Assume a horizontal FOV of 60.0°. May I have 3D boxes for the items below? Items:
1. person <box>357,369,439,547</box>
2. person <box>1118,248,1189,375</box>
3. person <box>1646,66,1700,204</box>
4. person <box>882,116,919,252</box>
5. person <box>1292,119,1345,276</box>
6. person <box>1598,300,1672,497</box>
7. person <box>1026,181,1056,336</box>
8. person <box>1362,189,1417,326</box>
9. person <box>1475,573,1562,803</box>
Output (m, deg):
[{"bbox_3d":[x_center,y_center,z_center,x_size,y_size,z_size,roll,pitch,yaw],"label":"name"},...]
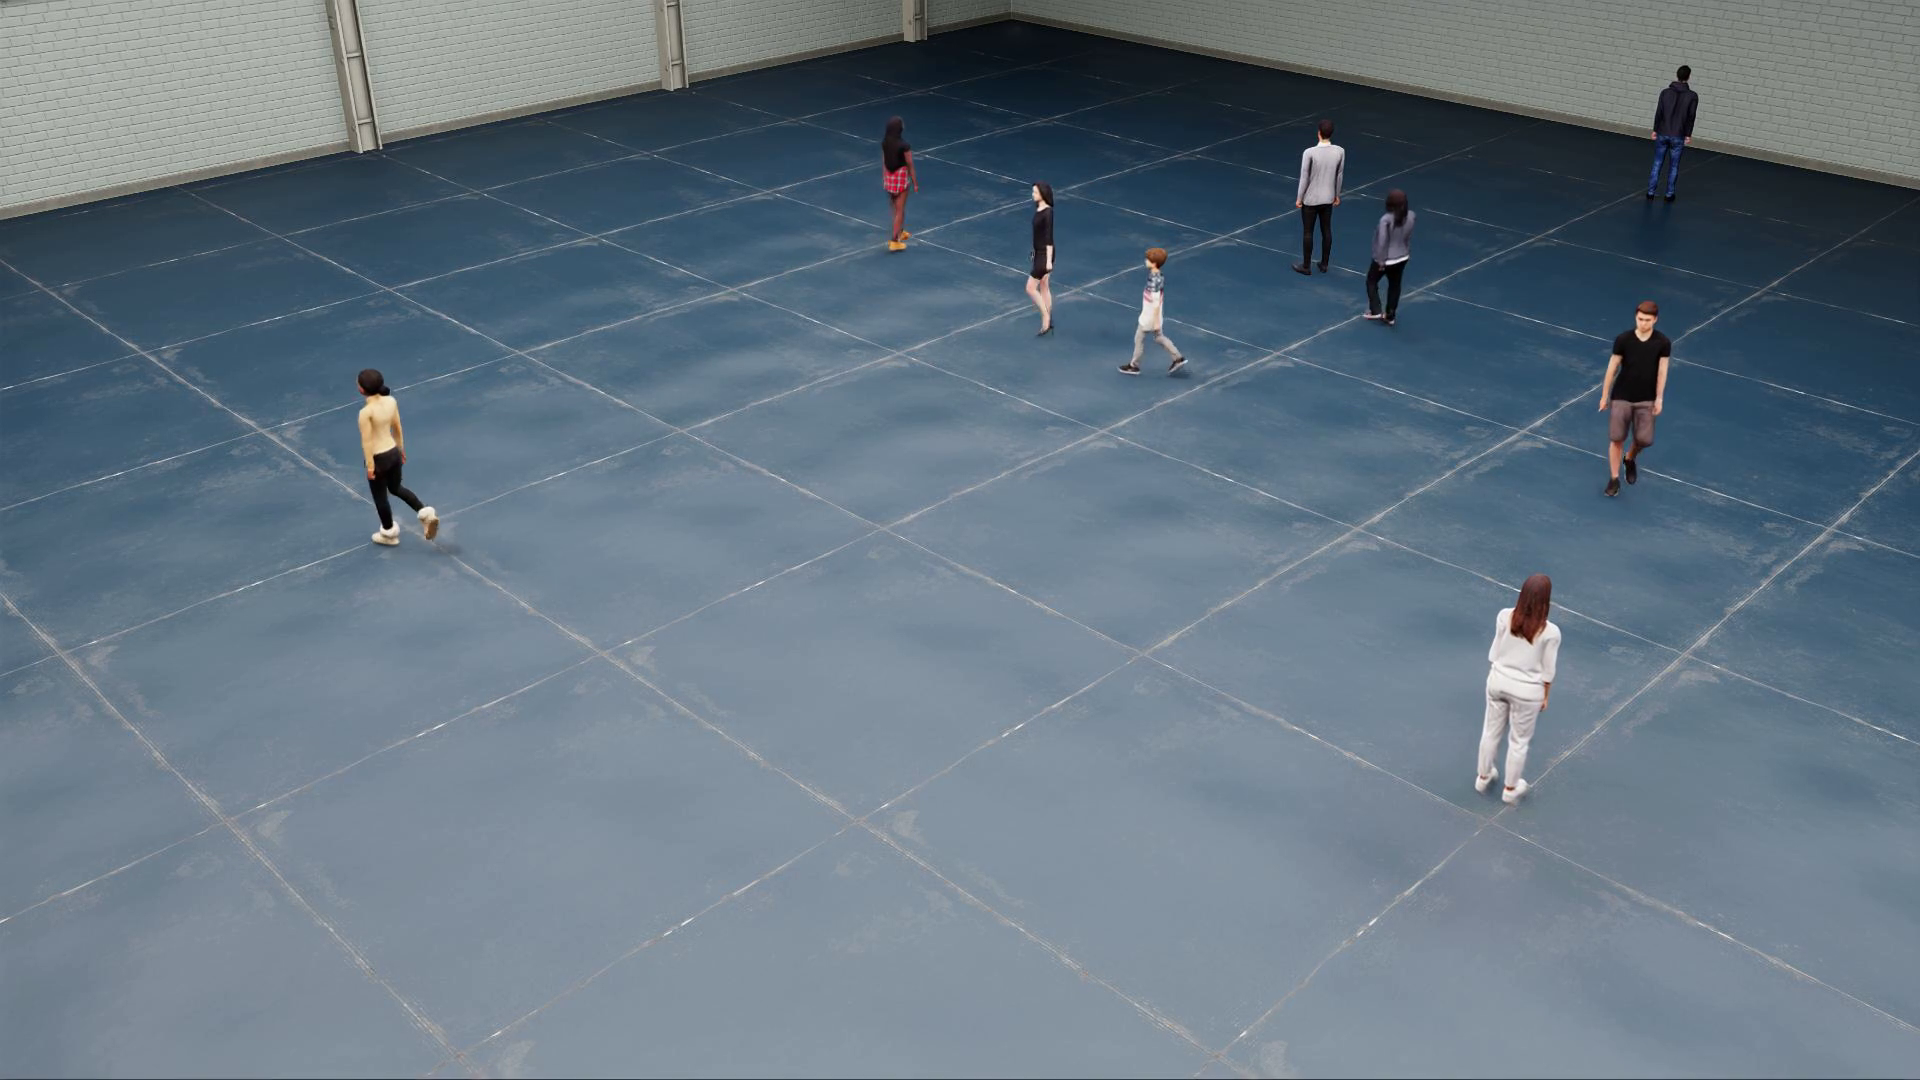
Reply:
[{"bbox_3d":[-4.857,-0.678,14.227,0.854,1.642,0.926,11,30,20],"label":"person"},{"bbox_3d":[2.122,-2.417,17.738,0.890,1.413,0.966,7,29,14],"label":"person"},{"bbox_3d":[10.019,-5.719,23.429,0.745,1.891,0.683,13,31,24],"label":"person"},{"bbox_3d":[-0.823,-4.597,21.505,0.667,1.718,0.891,19,34,32],"label":"person"},{"bbox_3d":[4.456,-4.257,20.652,0.750,1.922,0.892,-8,29,-14],"label":"person"},{"bbox_3d":[6.185,-1.334,15.232,0.858,1.855,0.937,10,30,19],"label":"person"},{"bbox_3d":[1.020,-3.141,18.695,0.774,1.790,0.732,-3,28,-5],"label":"person"},{"bbox_3d":[4.974,-3.212,19.049,0.728,1.583,0.833,-10,30,-19],"label":"person"},{"bbox_3d":[3.704,0.976,11.074,0.627,1.688,0.584,18,33,31],"label":"person"}]
